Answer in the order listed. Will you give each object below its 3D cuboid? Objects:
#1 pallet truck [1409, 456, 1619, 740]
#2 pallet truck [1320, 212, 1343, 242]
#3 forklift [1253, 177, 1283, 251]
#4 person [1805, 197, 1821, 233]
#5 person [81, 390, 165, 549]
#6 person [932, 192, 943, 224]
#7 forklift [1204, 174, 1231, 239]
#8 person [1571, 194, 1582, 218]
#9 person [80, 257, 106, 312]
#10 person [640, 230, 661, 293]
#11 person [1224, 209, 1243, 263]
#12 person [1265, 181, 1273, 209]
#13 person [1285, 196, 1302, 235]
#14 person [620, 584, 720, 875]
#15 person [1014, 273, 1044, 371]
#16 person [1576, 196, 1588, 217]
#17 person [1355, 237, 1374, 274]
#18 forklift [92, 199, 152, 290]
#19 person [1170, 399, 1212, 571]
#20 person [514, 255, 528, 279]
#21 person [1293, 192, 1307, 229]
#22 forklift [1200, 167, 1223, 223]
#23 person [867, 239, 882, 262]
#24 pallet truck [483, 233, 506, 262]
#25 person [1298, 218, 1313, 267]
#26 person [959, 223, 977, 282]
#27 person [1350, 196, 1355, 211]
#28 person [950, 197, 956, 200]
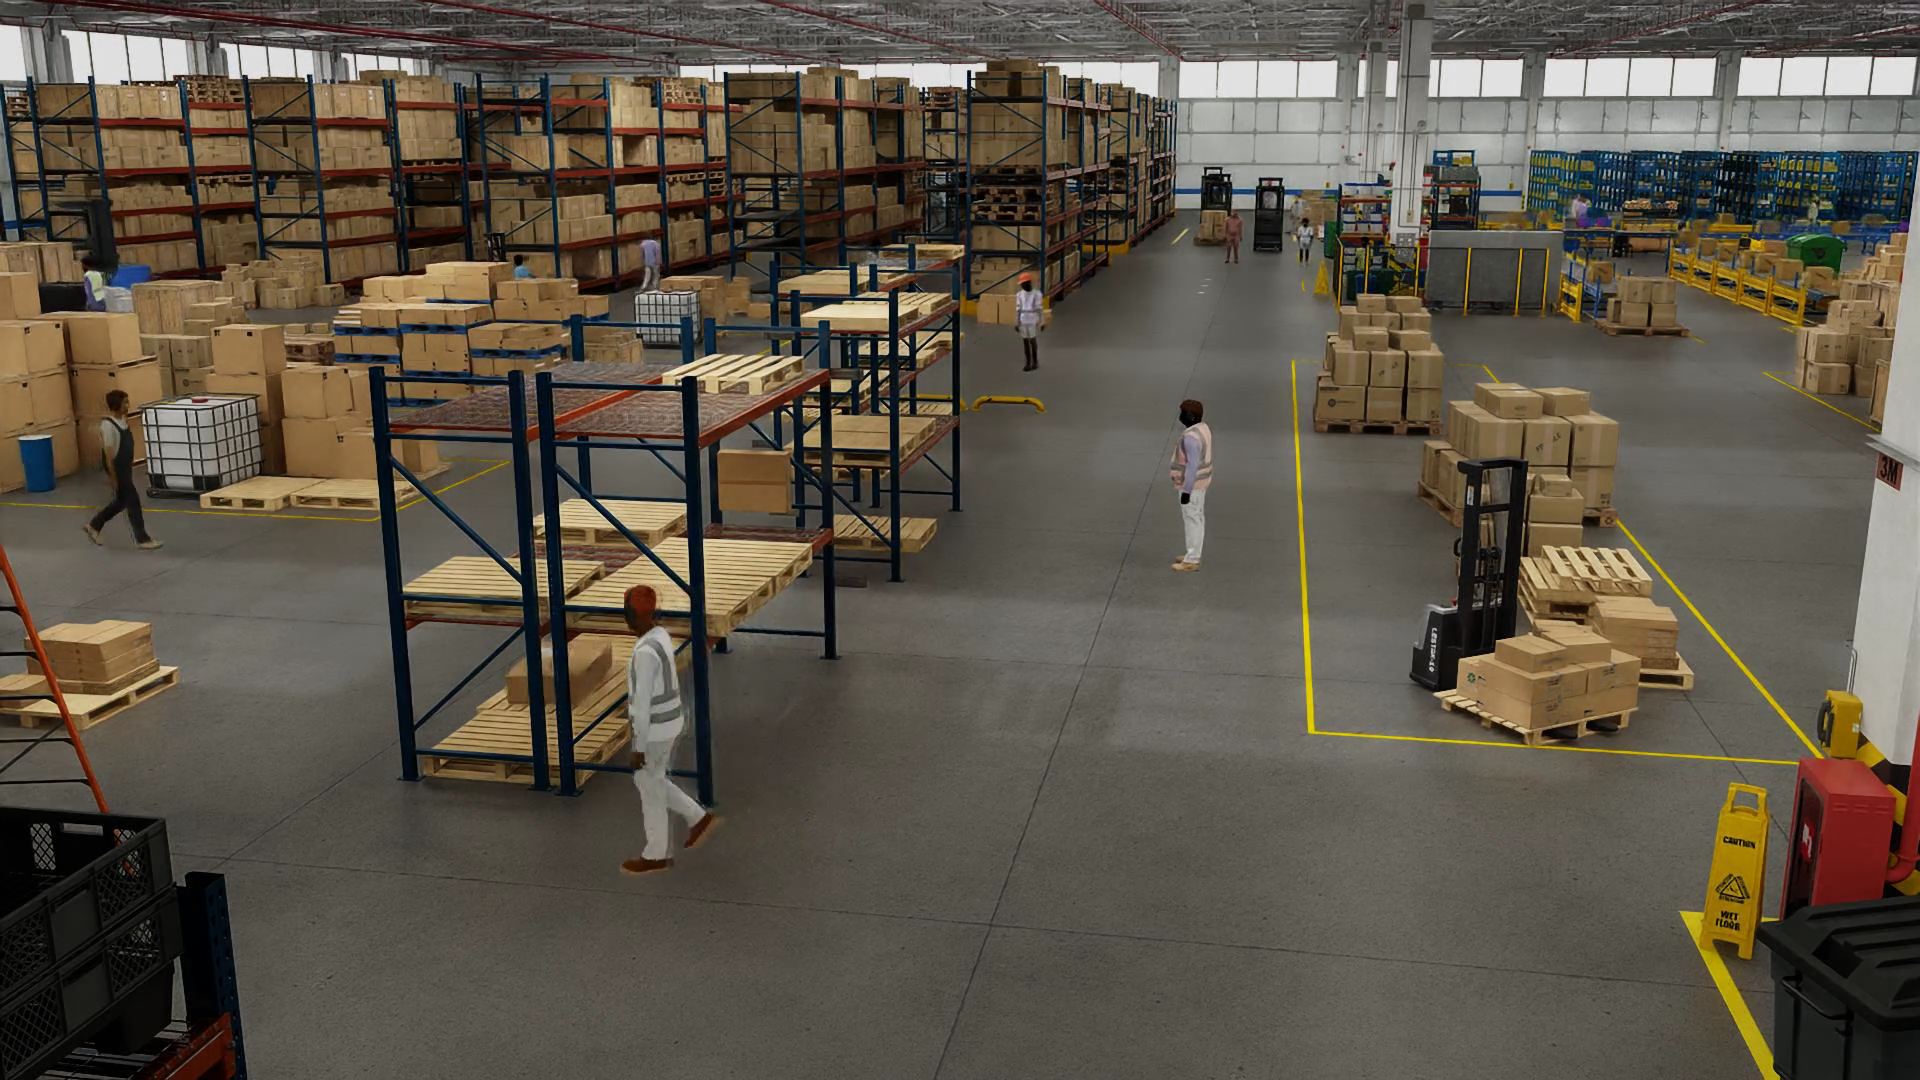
[{"bbox_3d":[4.504,0.400,13.395,0.823,1.965,1.885,-6,15,-23],"label":"pallet truck"},{"bbox_3d":[15.874,-13.227,70.310,0.680,1.201,1.601,10,17,35],"label":"pallet truck"},{"bbox_3d":[12.083,-12.747,64.956,1.129,2.768,1.873,3,14,10],"label":"forklift"},{"bbox_3d":[37.212,-14.048,72.466,0.703,1.795,0.607,4,14,15],"label":"person"},{"bbox_3d":[-9.448,-0.780,18.587,0.846,1.813,0.510,-1,14,-6],"label":"person"},{"bbox_3d":[-1.140,-16.737,83.331,0.619,1.819,0.497,3,14,11],"label":"person"},{"bbox_3d":[11.011,-14.178,70.766,1.129,2.768,1.873,3,14,10],"label":"forklift"},{"bbox_3d":[27.365,-14.410,73.795,0.791,1.866,0.687,8,16,28],"label":"person"},{"bbox_3d":[-19.093,-5.274,36.636,0.503,1.893,0.631,0,14,0],"label":"person"},{"bbox_3d":[-8.655,-7.687,46.420,0.637,1.917,0.826,5,15,21],"label":"person"},{"bbox_3d":[9.681,-10.770,58.937,0.648,1.907,0.401,2,14,10],"label":"person"},{"bbox_3d":[17.121,-18.919,91.956,0.551,1.935,0.375,-12,18,-40],"label":"person"},{"bbox_3d":[15.048,-14.498,74.363,0.966,1.765,0.622,-4,14,-17],"label":"person"},{"bbox_3d":[-1.872,1.189,10.456,0.528,1.871,0.606,-2,14,-7],"label":"person"},{"bbox_3d":[1.340,-4.236,32.376,0.576,1.918,0.429,9,16,31],"label":"person"},{"bbox_3d":[26.973,-13.987,72.238,0.662,1.816,0.376,-7,16,-27],"label":"person"},{"bbox_3d":[11.395,-7.709,46.937,0.535,1.697,0.322,9,17,33],"label":"person"},{"bbox_3d":[-22.595,-7.614,44.116,1.873,2.768,1.129,-9,17,-33],"label":"forklift"},{"bbox_3d":[2.451,-0.584,17.712,0.430,1.845,0.621,5,15,18],"label":"person"},{"bbox_3d":[-10.731,-6.101,40.485,0.859,1.647,0.553,5,15,21],"label":"person"},{"bbox_3d":[15.452,-14.843,75.557,0.632,1.875,1.047,5,15,19],"label":"person"},{"bbox_3d":[12.742,-17.412,83.896,1.129,2.768,1.873,3,14,10],"label":"forklift"},{"bbox_3d":[-2.166,-6.710,42.402,0.437,1.930,0.644,-2,14,-10],"label":"person"},{"bbox_3d":[-11.832,-7.026,43.548,1.885,1.965,0.823,8,16,28],"label":"pallet truck"},{"bbox_3d":[11.979,-10.339,57.702,0.522,1.655,0.863,4,14,14],"label":"person"},{"bbox_3d":[0.287,-8.893,51.314,0.408,1.906,0.652,-12,19,-41],"label":"person"},{"bbox_3d":[20.656,-17.780,87.758,0.485,1.735,0.347,-10,17,-36],"label":"person"},{"bbox_3d":[-0.270,-18.666,91.259,0.633,1.796,0.992,-2,14,-7],"label":"person"}]
